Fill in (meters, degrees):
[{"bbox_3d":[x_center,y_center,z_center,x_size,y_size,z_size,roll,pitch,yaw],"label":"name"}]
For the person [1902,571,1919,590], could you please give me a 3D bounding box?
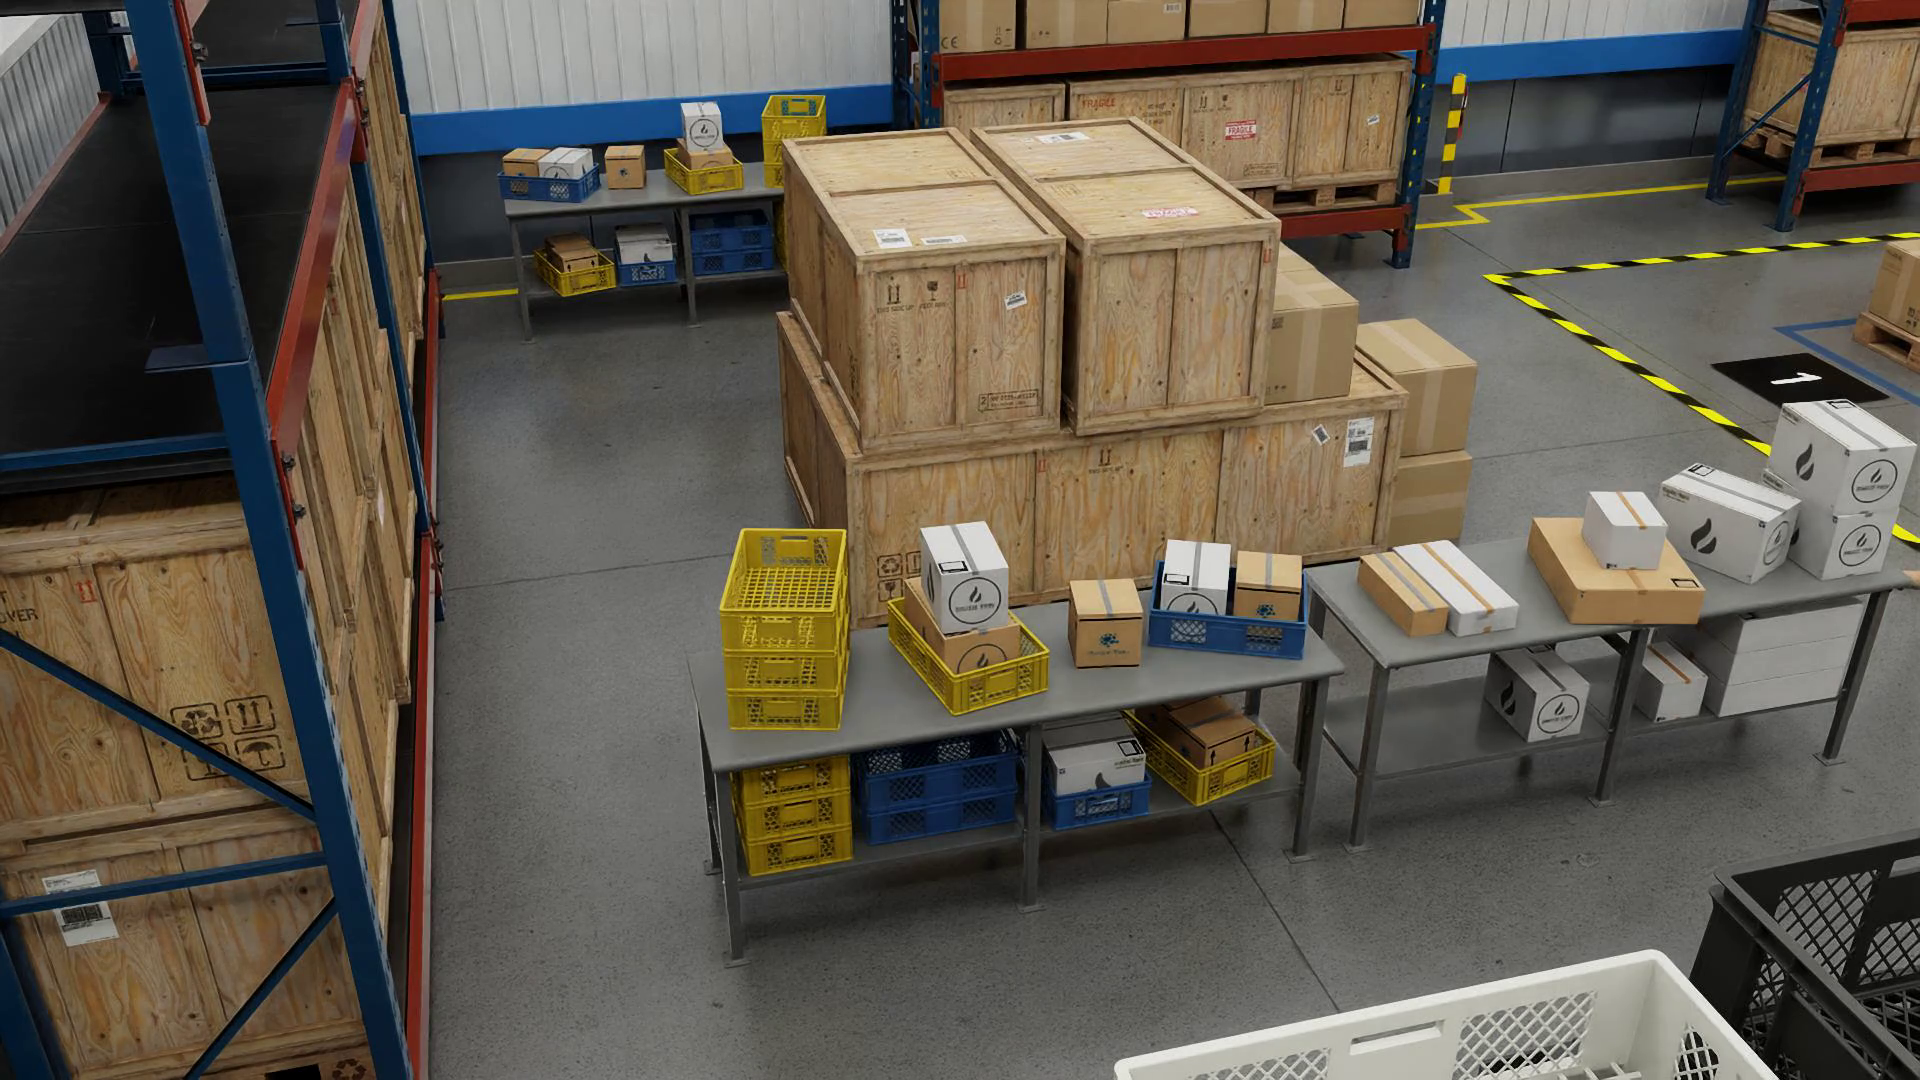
[{"bbox_3d":[5.172,-0.552,8.284,0.385,2.039,0.612,0,29,0],"label":"person"}]
